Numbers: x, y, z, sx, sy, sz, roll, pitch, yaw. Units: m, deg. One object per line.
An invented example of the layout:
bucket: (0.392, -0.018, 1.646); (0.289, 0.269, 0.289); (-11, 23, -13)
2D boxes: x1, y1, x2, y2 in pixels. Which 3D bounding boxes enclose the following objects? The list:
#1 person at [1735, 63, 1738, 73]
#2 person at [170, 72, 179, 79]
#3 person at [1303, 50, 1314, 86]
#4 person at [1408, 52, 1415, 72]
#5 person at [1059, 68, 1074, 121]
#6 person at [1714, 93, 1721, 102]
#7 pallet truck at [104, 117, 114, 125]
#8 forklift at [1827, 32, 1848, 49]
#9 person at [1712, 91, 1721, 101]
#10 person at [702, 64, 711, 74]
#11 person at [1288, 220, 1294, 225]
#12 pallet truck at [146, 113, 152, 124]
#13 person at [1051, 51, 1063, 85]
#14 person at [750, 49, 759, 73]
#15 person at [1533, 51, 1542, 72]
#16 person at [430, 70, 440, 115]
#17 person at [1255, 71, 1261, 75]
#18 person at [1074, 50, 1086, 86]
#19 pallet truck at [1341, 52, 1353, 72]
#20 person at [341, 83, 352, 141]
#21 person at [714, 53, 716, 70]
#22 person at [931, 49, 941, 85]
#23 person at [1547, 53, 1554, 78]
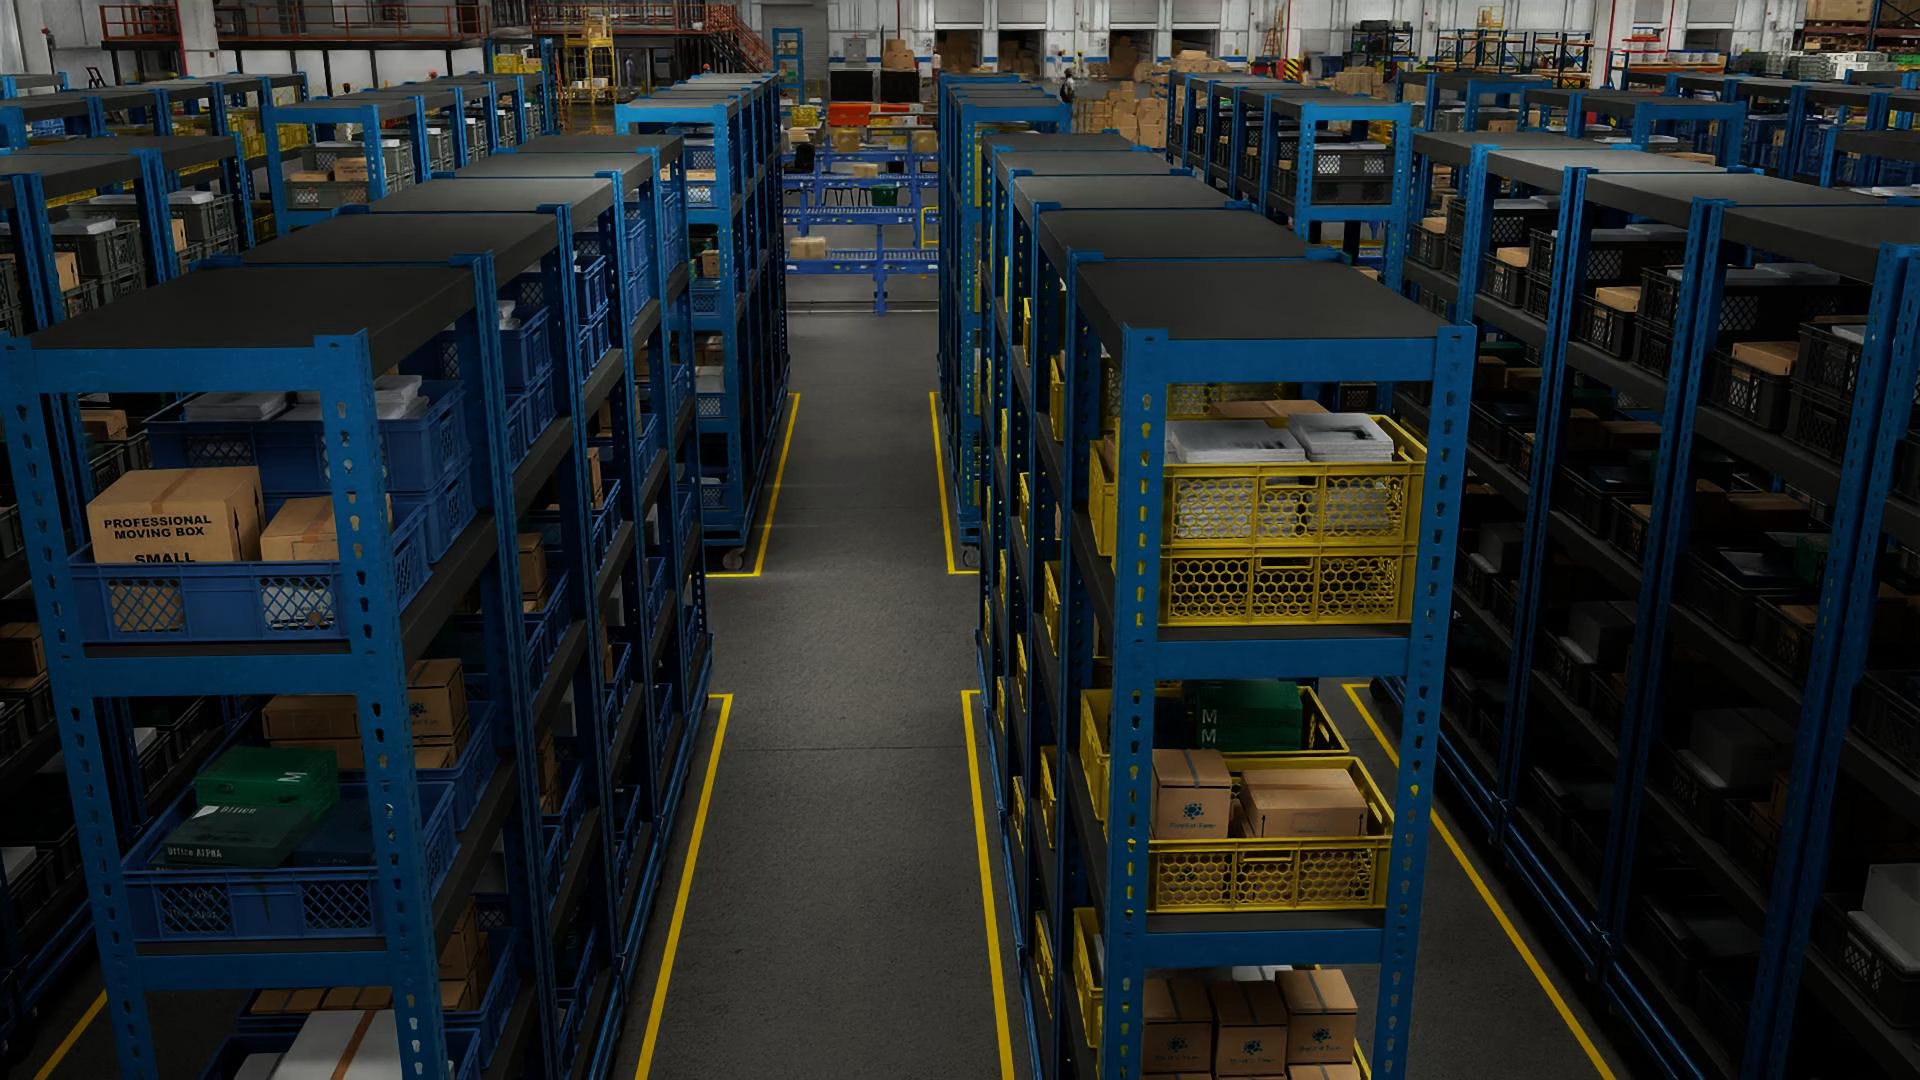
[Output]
person: (37.524, -22.302, 79.916); (0.848, 1.887, 0.650); (-4, 18, -13)
person: (-28.169, -15.858, 59.910); (0.902, 1.885, 0.610); (-9, 20, -26)
person: (17.836, -24.061, 85.177); (0.690, 1.971, 0.653); (-3, 18, -9)
person: (23.248, -24.187, 85.740); (0.328, 1.865, 0.519); (-1, 18, -2)
person: (3.921, -16.318, 61.104); (0.537, 2.000, 0.690); (3, 18, 8)
person: (24.070, -13.486, 52.572); (0.562, 1.885, 0.973); (8, 20, 23)
pallet truck: (-18.367, -7.885, 35.078); (1.885, 1.965, 0.823); (1, 18, 2)
forklift: (46.023, -25.321, 87.619); (1.129, 2.768, 1.873); (-1, 18, -2)
person: (26.374, -15.263, 58.065); (0.596, 1.901, 0.552); (5, 19, 16)
person: (-9.850, -17.458, 64.641); (0.388, 2.036, 0.605); (-1, 18, -2)
person: (3.816, -2.770, 19.394); (0.407, 1.910, 0.640); (-1, 18, -2)
pallet truck: (-18.087, -8.309, 36.390); (1.885, 1.965, 0.823); (-1, 18, -4)
person: (5.291, -25.505, 89.911); (0.454, 1.807, 0.698); (7, 19, 21)
person: (-11.162, -25.837, 90.757); (0.551, 1.913, 0.583); (-10, 20, -28)
person: (30.927, -25.211, 88.981); (0.801, 1.811, 0.540); (-14, 23, -37)
person: (-19.449, -16.491, 61.853); (0.722, 1.914, 0.546); (-6, 19, -17)
person: (11.086, -16.321, 61.319); (0.833, 1.920, 0.640); (5, 19, 15)
person: (6.369, -25.157, 88.693); (0.828, 1.888, 0.635); (1, 18, 4)
pallet truck: (18.794, -23.123, 82.231); (0.823, 1.965, 1.885); (-13, 22, -35)
person: (-19.320, -13.472, 52.550); (0.355, 1.883, 0.574); (-1, 18, -2)
person: (-13.501, -25.858, 91.175); (0.319, 1.697, 0.533); (-1, 18, -2)
person: (-1.286, -25.444, 89.522); (0.628, 1.946, 1.050); (-6, 19, -18)
person: (31.263, -24.881, 88.090); (0.307, 1.738, 0.485); (-1, 18, -2)
